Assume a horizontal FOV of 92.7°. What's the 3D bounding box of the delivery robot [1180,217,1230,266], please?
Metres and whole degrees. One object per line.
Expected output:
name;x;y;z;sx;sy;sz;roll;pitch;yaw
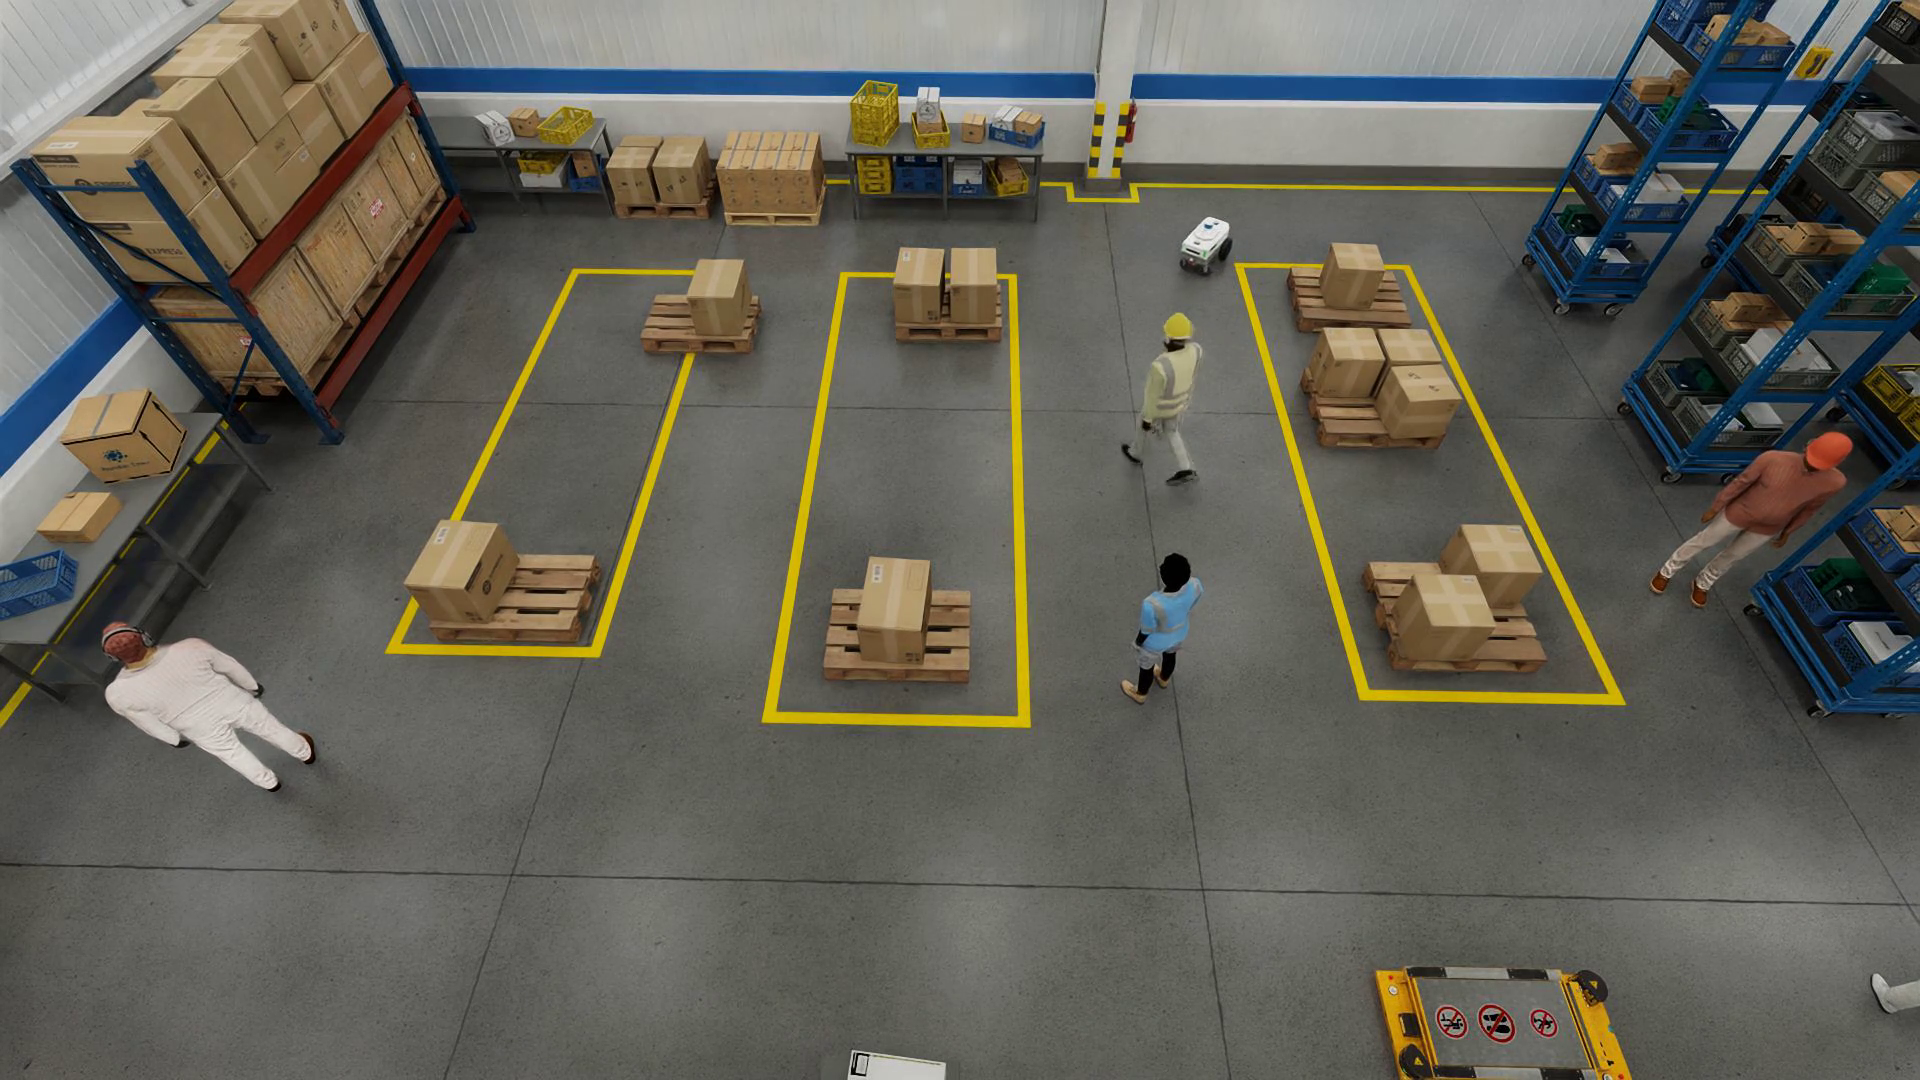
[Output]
delivery robot;3.001;-3.671;11.221;0.477;0.478;0.707;29;57;21

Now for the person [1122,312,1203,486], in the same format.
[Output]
person;1.983;-1.257;8.522;0.618;1.794;0.814;-30;57;-22

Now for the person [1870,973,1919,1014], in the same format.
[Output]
person;6.280;2.581;5.487;0.514;1.638;0.310;21;54;16

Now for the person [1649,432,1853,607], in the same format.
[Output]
person;6.488;-0.157;7.500;0.622;1.980;0.407;23;54;18

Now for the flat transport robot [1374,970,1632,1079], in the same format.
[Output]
flat transport robot;3.501;3.133;5.914;1.431;0.197;0.652;1;51;1

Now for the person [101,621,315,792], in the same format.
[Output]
person;-5.303;1.176;6.462;0.403;1.906;0.652;32;58;24

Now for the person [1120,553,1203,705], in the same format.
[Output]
person;1.531;0.699;6.982;0.535;1.699;0.322;-25;55;-19
